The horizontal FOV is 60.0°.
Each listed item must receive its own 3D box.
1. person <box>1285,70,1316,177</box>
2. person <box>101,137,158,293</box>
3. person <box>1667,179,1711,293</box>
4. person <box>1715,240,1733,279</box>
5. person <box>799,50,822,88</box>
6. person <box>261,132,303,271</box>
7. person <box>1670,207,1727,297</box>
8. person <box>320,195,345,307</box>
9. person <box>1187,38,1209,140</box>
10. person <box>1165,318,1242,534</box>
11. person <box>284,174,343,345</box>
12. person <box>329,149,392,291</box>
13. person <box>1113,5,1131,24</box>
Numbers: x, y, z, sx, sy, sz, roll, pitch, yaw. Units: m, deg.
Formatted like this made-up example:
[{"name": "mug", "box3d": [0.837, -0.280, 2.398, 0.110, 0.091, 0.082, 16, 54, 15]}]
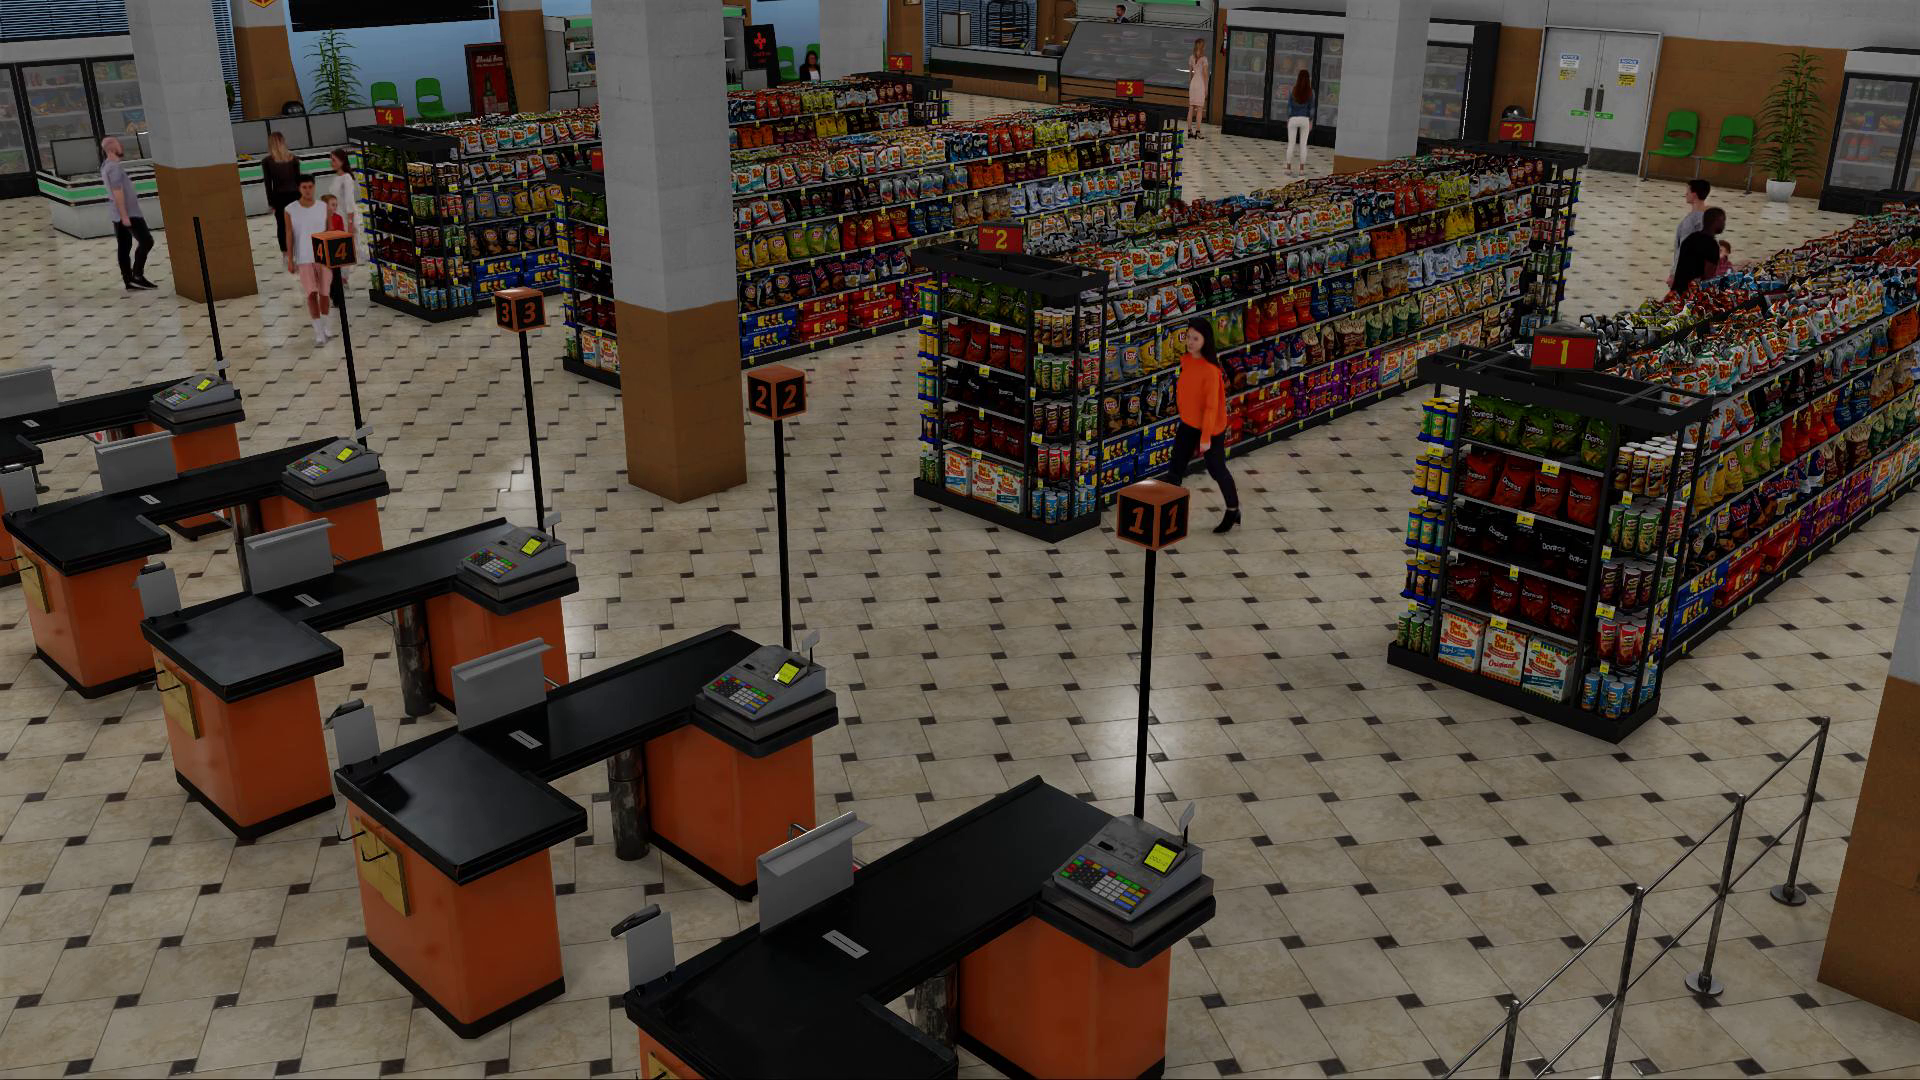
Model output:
[{"name": "person", "box3d": [5.600, -6.881, 27.434, 0.677, 1.698, 0.684, 5, 22, 12]}, {"name": "person", "box3d": [-9.969, -3.829, 19.662, 0.678, 1.830, 0.723, -15, 26, -33]}, {"name": "person", "box3d": [7.413, -2.739, 16.926, 0.689, 1.846, 0.445, 20, 29, 40]}, {"name": "person", "box3d": [8.251, -2.747, 18.070, 0.552, 1.010, 0.436, -20, 29, -40]}, {"name": "person", "box3d": [-2.812, -8.384, 31.291, 0.576, 1.612, 0.719, -17, 28, -36]}, {"name": "person", "box3d": [-8.431, -4.228, 20.858, 0.813, 1.679, 0.816, -10, 24, -23]}, {"name": "person", "box3d": [6.802, -2.225, 15.721, 1.005, 1.791, 0.937, -1, 22, -3]}, {"name": "person", "box3d": [-7.303, -3.361, 19.268, 0.856, 1.254, 0.802, -5, 22, -13]}, {"name": "person", "box3d": [4.453, -8.468, 31.207, 0.495, 1.830, 0.581, -19, 29, -39]}, {"name": "person", "box3d": [1.869, -0.820, 12.335, 1.170, 1.708, 0.849, -9, 24, -21]}, {"name": "person", "box3d": [-6.881, -3.000, 17.685, 0.878, 1.766, 0.854, -13, 25, -29]}, {"name": "person", "box3d": [-7.236, -3.808, 19.829, 1.007, 1.667, 0.660, -16, 27, -35]}, {"name": "person", "box3d": [3.711, -11.417, 38.497, 0.547, 1.867, 0.626, -20, 30, -41]}]
